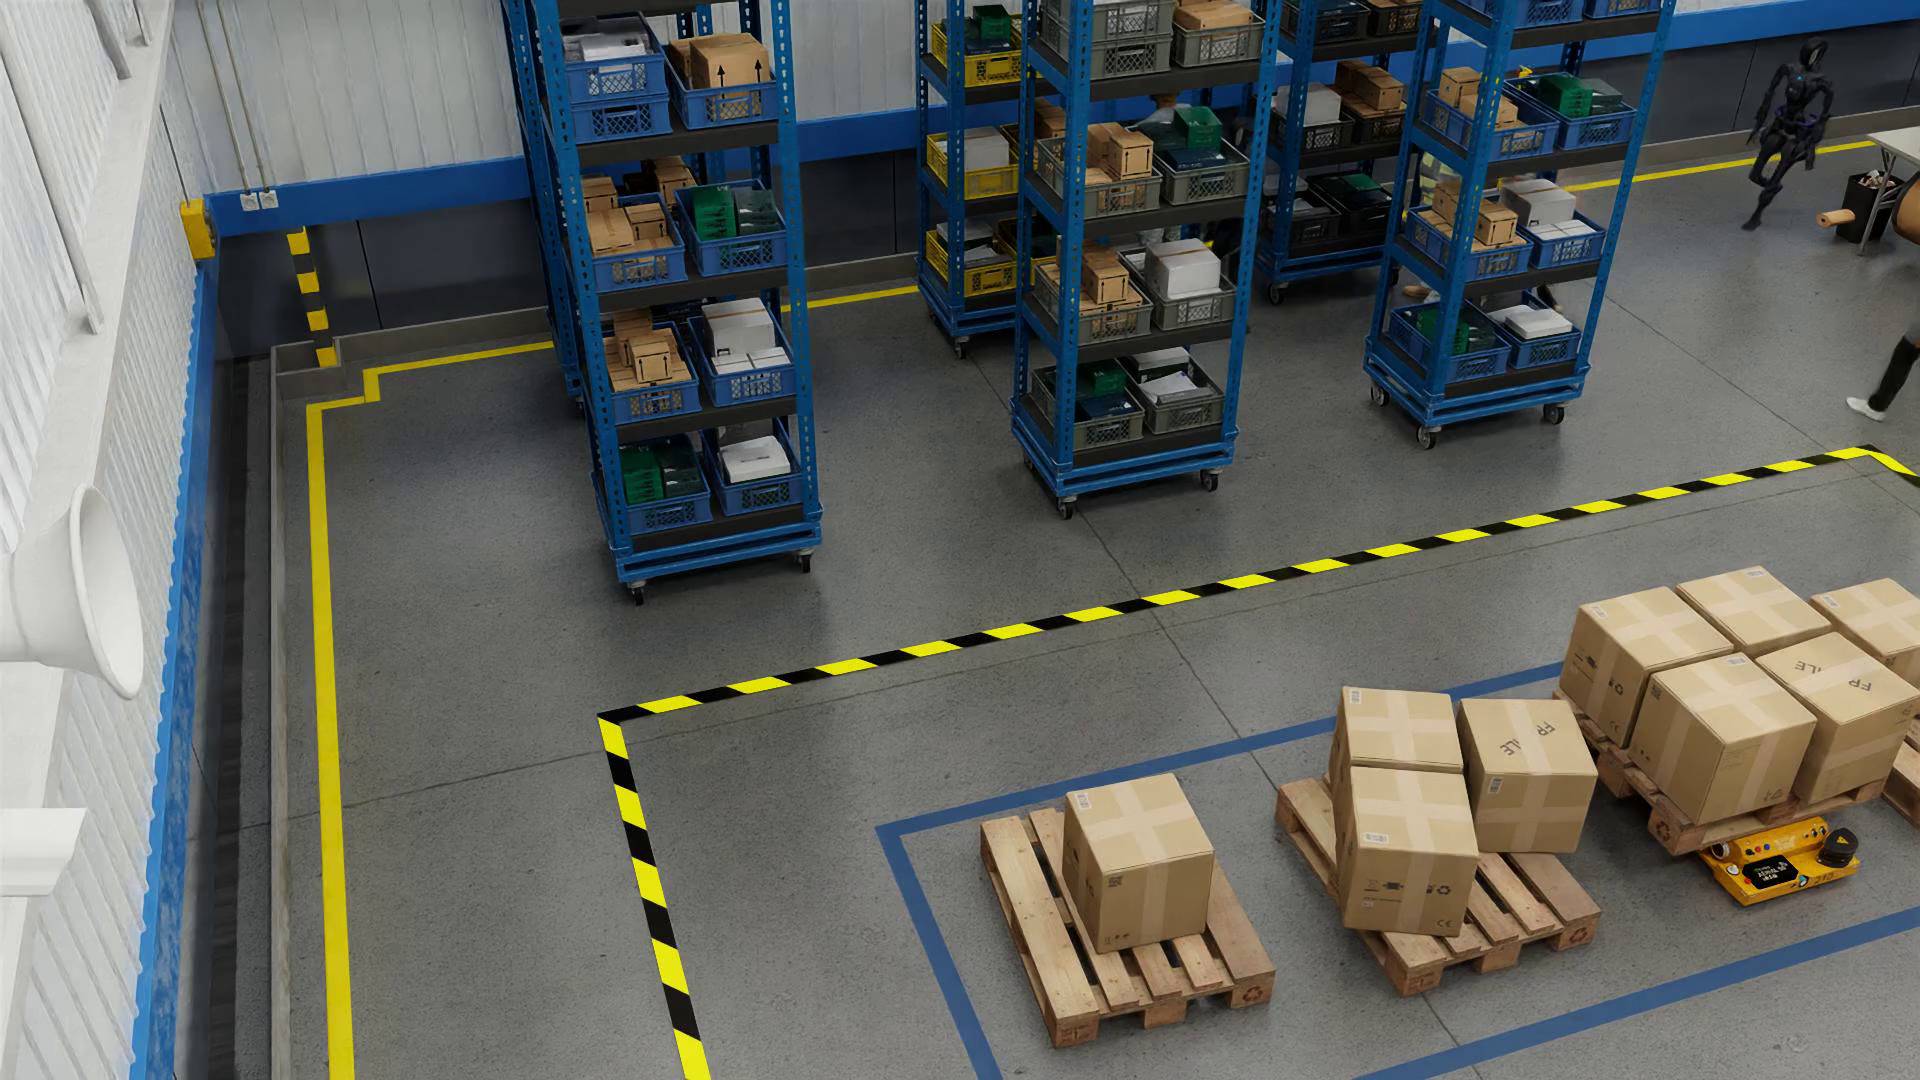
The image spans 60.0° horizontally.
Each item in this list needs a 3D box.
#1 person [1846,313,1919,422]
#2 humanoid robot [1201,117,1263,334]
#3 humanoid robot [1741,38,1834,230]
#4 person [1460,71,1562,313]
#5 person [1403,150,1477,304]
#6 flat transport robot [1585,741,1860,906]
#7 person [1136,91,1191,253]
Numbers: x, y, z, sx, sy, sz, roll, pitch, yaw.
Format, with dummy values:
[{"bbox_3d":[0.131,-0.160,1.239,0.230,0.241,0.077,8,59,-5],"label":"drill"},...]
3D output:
[{"bbox_3d":[6.448,-1.472,10.798,0.594,1.831,0.786,-11,37,-15],"label":"person"},{"bbox_3d":[1.934,-2.210,11.977,0.466,1.657,0.600,-16,38,-22],"label":"humanoid robot"},{"bbox_3d":[6.786,-3.334,13.581,0.548,1.633,0.614,-22,41,-28],"label":"humanoid robot"},{"bbox_3d":[4.085,-2.429,12.044,0.776,1.941,0.621,26,43,32],"label":"person"},{"bbox_3d":[3.583,-2.543,12.295,0.429,1.841,0.635,6,36,8],"label":"person"},{"bbox_3d":[3.738,1.188,8.347,0.652,0.197,1.431,-11,37,-15],"label":"flat transport robot"},{"bbox_3d":[1.463,-2.505,12.165,0.627,1.934,0.371,-26,43,-32],"label":"person"}]
